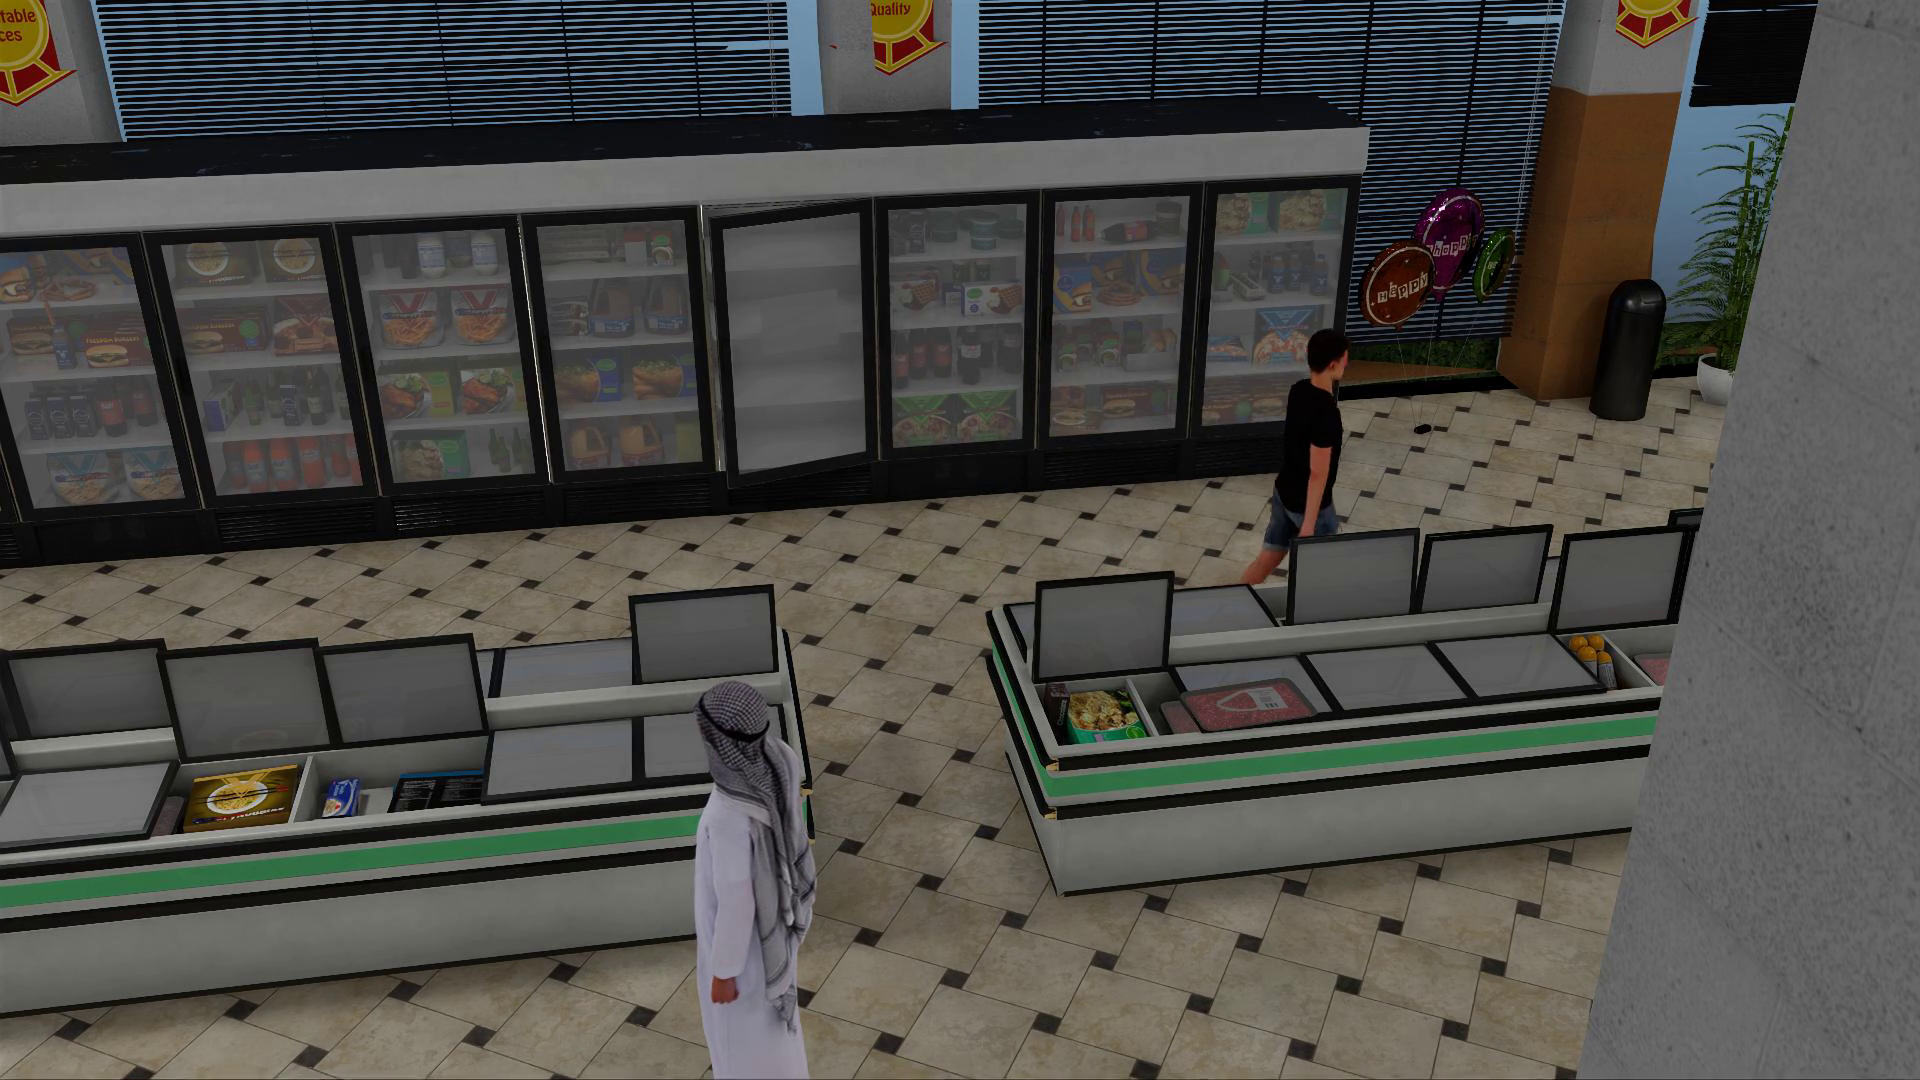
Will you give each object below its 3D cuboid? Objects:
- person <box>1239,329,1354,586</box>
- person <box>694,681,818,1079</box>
[{"bbox_3d":[1.696,-0.195,8.660,1.190,1.795,0.720,-6,28,-12],"label":"person"},{"bbox_3d":[-0.698,1.303,5.560,0.751,1.927,0.761,4,27,8],"label":"person"}]
